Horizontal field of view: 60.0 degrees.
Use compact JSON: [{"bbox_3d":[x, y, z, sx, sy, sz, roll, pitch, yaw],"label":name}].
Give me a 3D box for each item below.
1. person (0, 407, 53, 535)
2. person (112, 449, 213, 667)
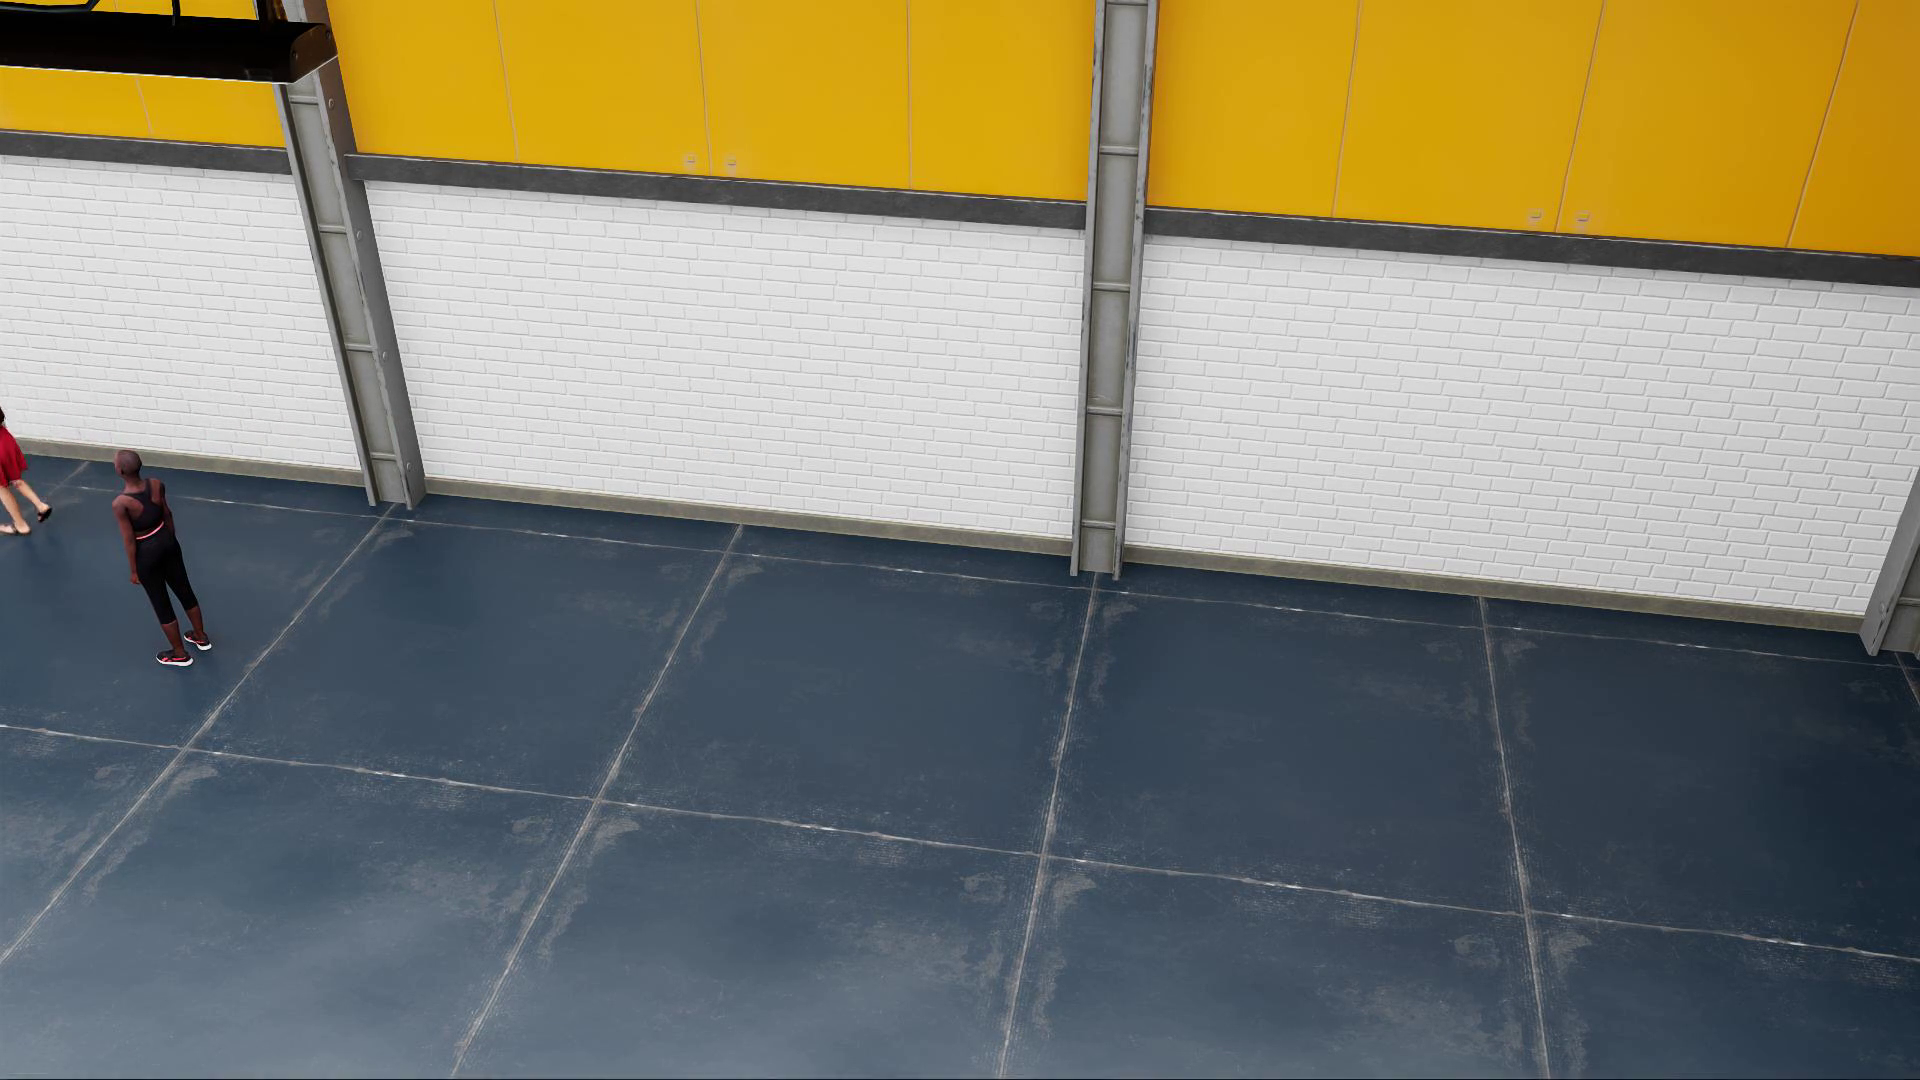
[{"bbox_3d":[-7.697,-0.715,13.384,0.731,1.541,0.550,7,34,10],"label":"person"},{"bbox_3d":[-5.761,0.114,11.941,0.608,1.758,0.634,14,36,20],"label":"person"}]
